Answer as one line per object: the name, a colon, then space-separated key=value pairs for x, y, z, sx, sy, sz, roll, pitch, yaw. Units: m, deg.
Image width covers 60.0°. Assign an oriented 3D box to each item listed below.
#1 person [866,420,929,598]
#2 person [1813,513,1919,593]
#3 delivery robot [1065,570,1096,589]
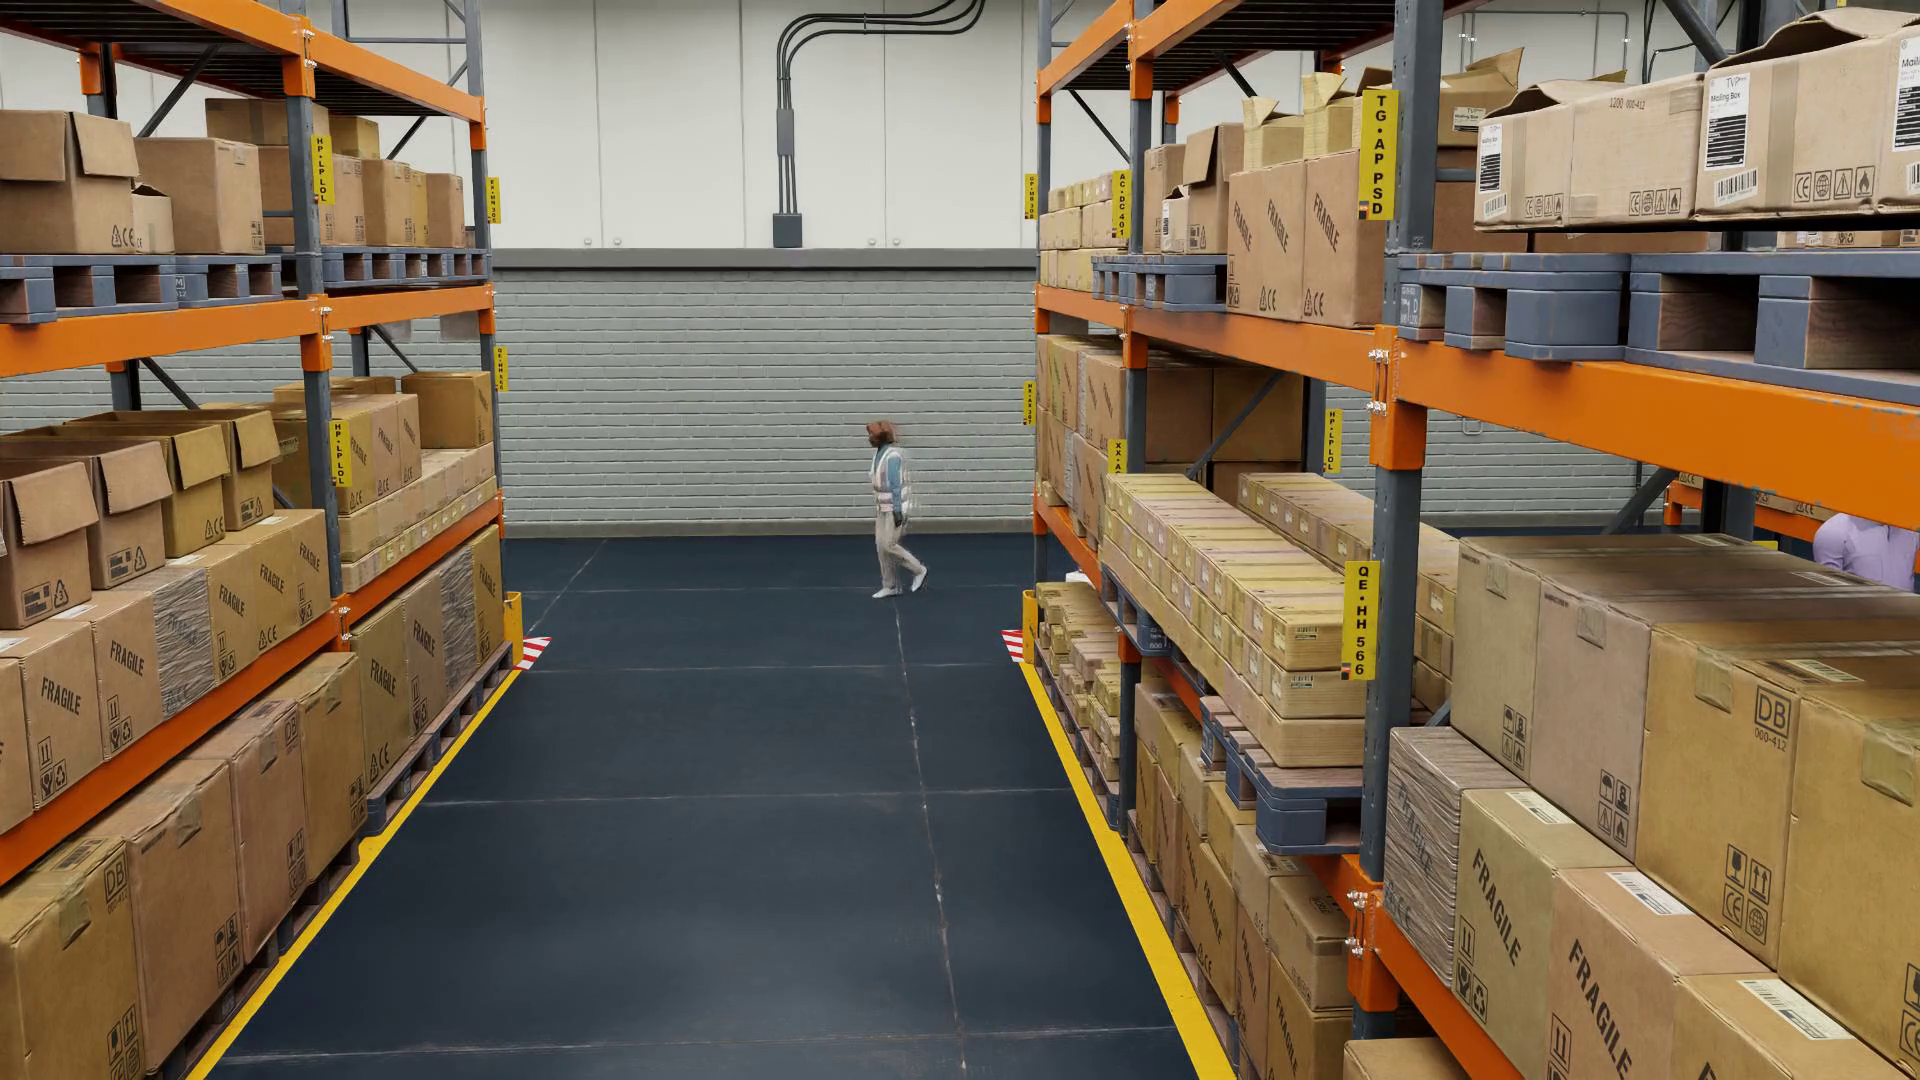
person: x=-0.586 y=-0.271 z=14.775 sx=0.468 sy=1.616 sz=0.522 roll=-5 pitch=11 yaw=-26
person: x=5.063 y=0.517 z=9.281 sx=0.650 sy=1.913 sz=0.409 roll=-3 pitch=10 yaw=-15
delivery robot: x=1.215 y=0.399 z=13.687 sx=0.707 sy=0.478 sz=0.477 roll=8 pitch=13 yaw=41
